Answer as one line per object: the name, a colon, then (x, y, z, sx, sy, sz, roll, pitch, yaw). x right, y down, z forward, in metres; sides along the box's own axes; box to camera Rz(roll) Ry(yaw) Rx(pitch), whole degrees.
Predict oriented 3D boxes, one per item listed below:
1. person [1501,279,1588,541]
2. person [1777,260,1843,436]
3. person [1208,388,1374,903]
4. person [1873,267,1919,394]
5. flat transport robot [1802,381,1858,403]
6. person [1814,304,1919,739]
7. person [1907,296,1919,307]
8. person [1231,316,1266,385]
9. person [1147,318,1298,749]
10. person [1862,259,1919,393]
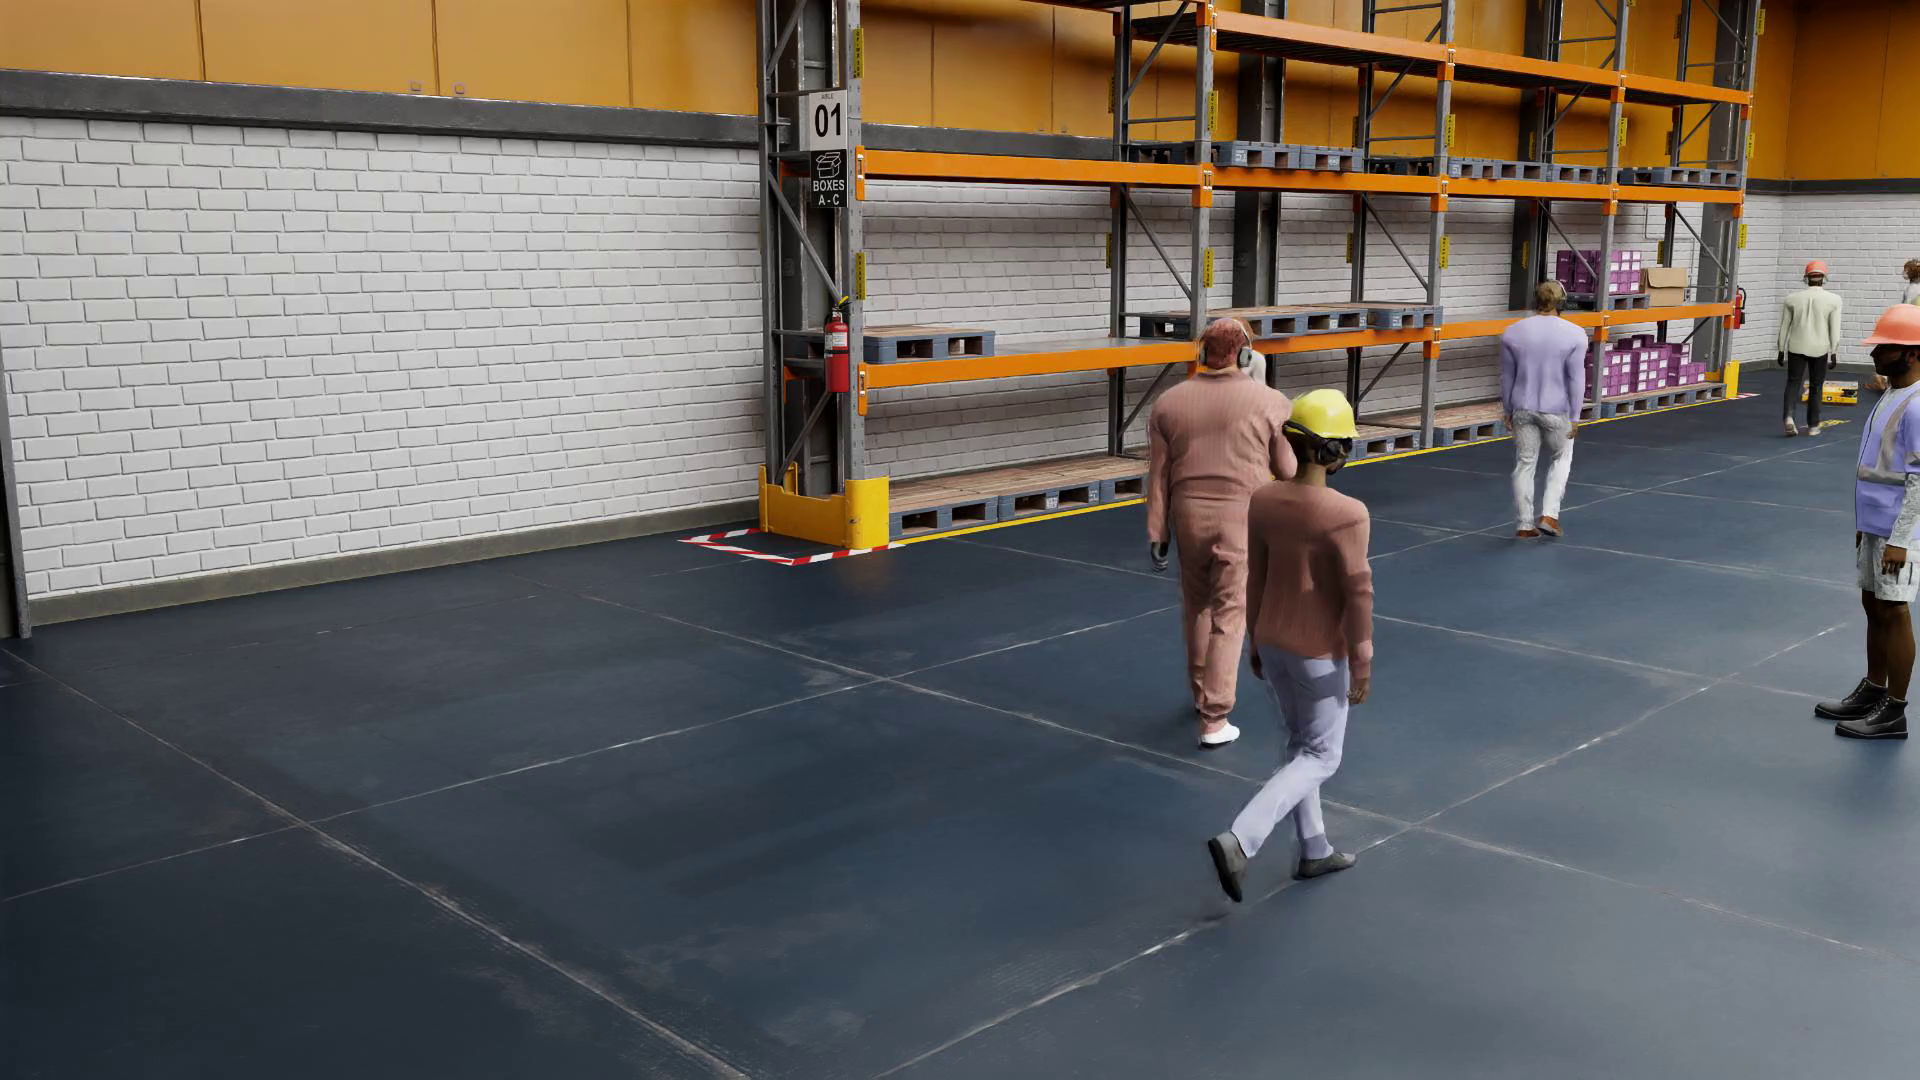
person: (4.267, -0.937, 12.198, 0.628, 1.925, 0.445, 7, 13, 34)
person: (9.463, -2.128, 18.550, 0.628, 1.973, 0.806, 7, 13, 35)
person: (1.118, 0.363, 5.586, 0.704, 1.742, 0.528, -7, 12, -32)
person: (13.298, -2.930, 23.234, 0.836, 1.860, 0.605, -1, 10, -3)
flat transport robot: (11.851, -2.030, 22.643, 0.652, 0.197, 1.431, 5, 12, 27)
person: (4.139, -0.076, 7.431, 0.349, 1.942, 0.545, 2, 11, 12)
person: (10.797, -2.044, 18.444, 0.429, 1.838, 0.634, -8, 13, -39)
person: (2.224, -0.967, 13.182, 0.504, 1.620, 0.550, 10, 15, 44)
person: (1.227, -0.051, 7.501, 0.667, 1.873, 0.888, 6, 12, 29)
person: (13.394, -3.014, 23.566, 0.884, 1.898, 0.646, 6, 12, 30)
